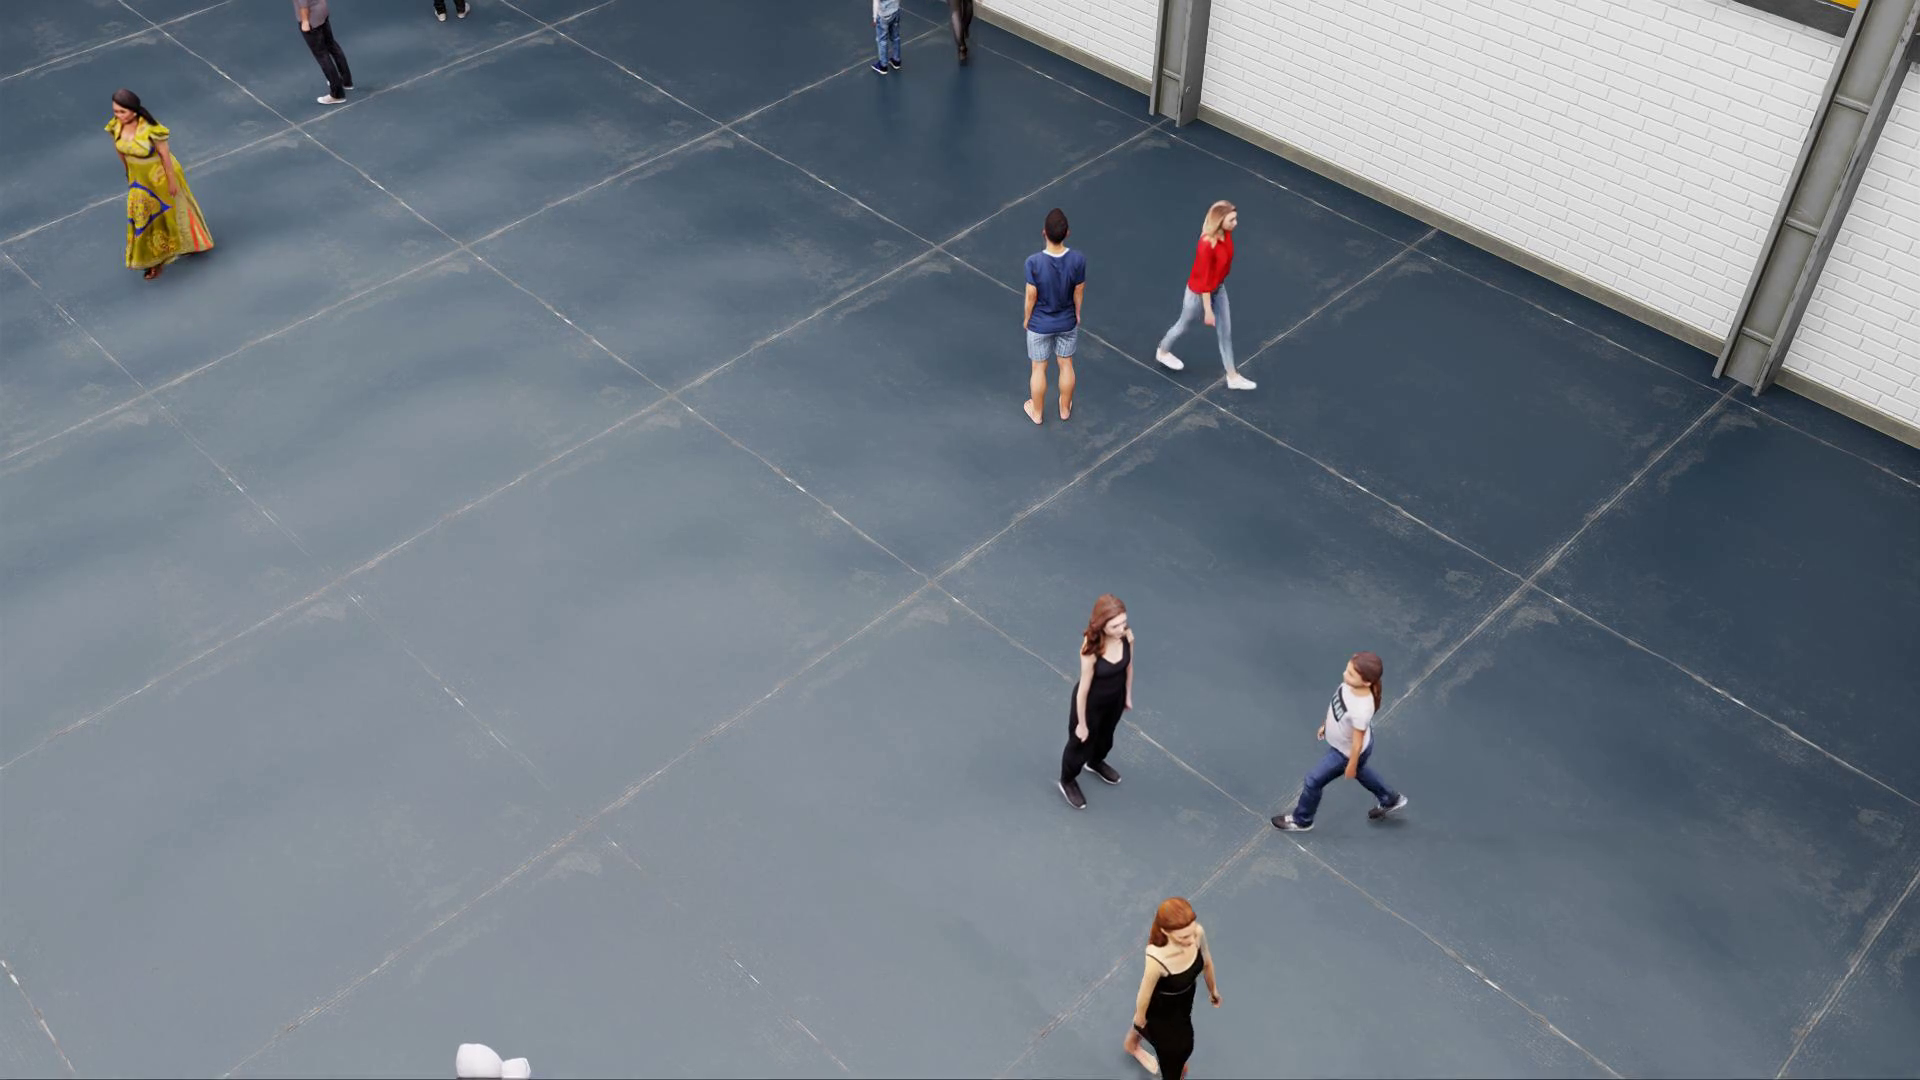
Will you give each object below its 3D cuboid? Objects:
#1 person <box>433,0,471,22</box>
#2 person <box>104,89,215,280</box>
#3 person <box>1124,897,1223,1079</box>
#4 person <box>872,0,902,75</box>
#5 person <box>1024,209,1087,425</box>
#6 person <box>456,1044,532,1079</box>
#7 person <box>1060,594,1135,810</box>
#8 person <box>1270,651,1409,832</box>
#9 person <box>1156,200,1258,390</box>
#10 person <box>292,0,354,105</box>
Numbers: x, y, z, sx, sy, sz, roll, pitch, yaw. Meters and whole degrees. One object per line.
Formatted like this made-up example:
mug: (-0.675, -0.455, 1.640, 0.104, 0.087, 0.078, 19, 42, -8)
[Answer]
person: (-5.560, -6.369, 17.555, 0.700, 1.761, 0.716, -8, 44, -9)
person: (-6.873, -3.148, 14.265, 1.195, 1.635, 1.221, 3, 44, 3)
person: (1.003, 2.302, 8.568, 0.883, 1.601, 0.587, 32, 52, 29)
person: (-0.750, -5.365, 16.864, 0.513, 1.260, 0.522, -26, 49, -25)
person: (0.705, -1.665, 12.553, 0.710, 1.850, 0.738, -7, 44, -8)
person: (-2.109, 2.883, 7.832, 0.608, 1.776, 0.659, 22, 48, 21)
person: (0.815, 0.933, 9.906, 0.594, 1.738, 0.551, -31, 52, -28)
person: (2.351, 1.190, 9.784, 1.067, 1.535, 0.951, 4, 44, 4)
person: (1.843, -1.928, 12.972, 1.164, 1.652, 0.771, 26, 49, 25)
person: (-6.321, -5.182, 16.243, 0.771, 1.851, 0.734, 3, 44, 3)
